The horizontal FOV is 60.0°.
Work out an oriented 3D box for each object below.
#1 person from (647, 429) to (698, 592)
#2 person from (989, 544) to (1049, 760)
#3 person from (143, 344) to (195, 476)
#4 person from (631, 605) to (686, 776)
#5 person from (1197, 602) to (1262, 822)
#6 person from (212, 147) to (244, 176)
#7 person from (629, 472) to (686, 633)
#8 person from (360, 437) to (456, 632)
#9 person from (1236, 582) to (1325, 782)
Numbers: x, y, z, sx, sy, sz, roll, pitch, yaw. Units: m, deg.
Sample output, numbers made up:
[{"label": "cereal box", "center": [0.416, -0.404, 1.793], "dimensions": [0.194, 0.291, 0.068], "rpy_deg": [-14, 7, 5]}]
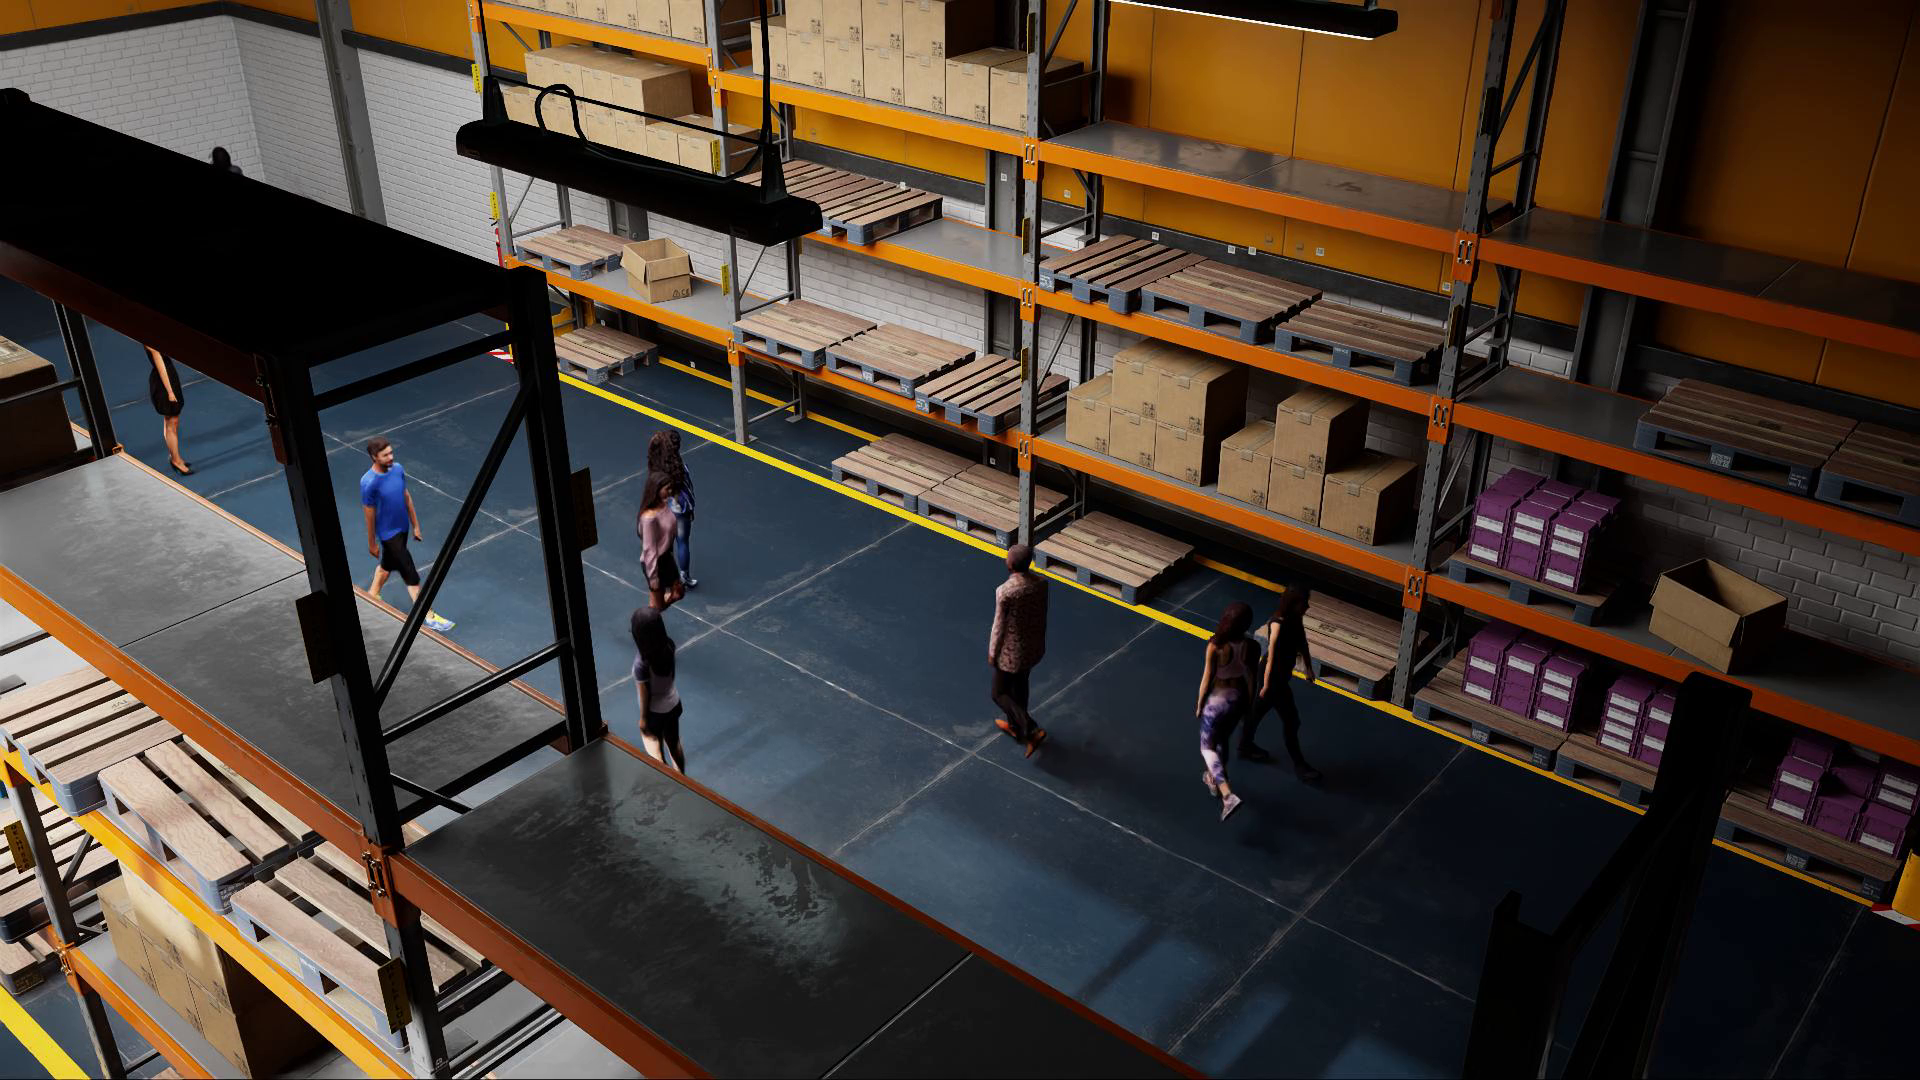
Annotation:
[{"label": "person", "center": [-2.652, -0.289, 15.375], "dimensions": [0.566, 1.621, 0.720], "rpy_deg": [13, 31, 23]}, {"label": "person", "center": [0.501, 0.897, 13.028], "dimensions": [0.766, 1.786, 0.976], "rpy_deg": [-23, 36, -35]}, {"label": "person", "center": [-8.348, -1.560, 17.482], "dimensions": [0.713, 1.834, 0.585], "rpy_deg": [-15, 32, -25]}, {"label": "person", "center": [-2.268, 1.245, 12.475], "dimensions": [0.614, 1.706, 0.653], "rpy_deg": [11, 31, 20]}, {"label": "person", "center": [2.007, 1.289, 12.352], "dimensions": [0.948, 1.746, 1.098], "rpy_deg": [-8, 30, -14]}, {"label": "person", "center": [-10.383, -4.765, 23.643], "dimensions": [0.967, 1.561, 1.112], "rpy_deg": [-10, 30, -17]}, {"label": "person", "center": [-2.659, 0.224, 14.257], "dimensions": [0.893, 1.790, 0.862], "rpy_deg": [8, 30, 14]}, {"label": "person", "center": [-5.106, -0.066, 14.758], "dimensions": [1.328, 1.820, 0.895], "rpy_deg": [12, 31, 20]}, {"label": "person", "center": [2.384, 1.050, 12.885], "dimensions": [1.027, 1.655, 0.737], "rpy_deg": [12, 31, 21]}]
